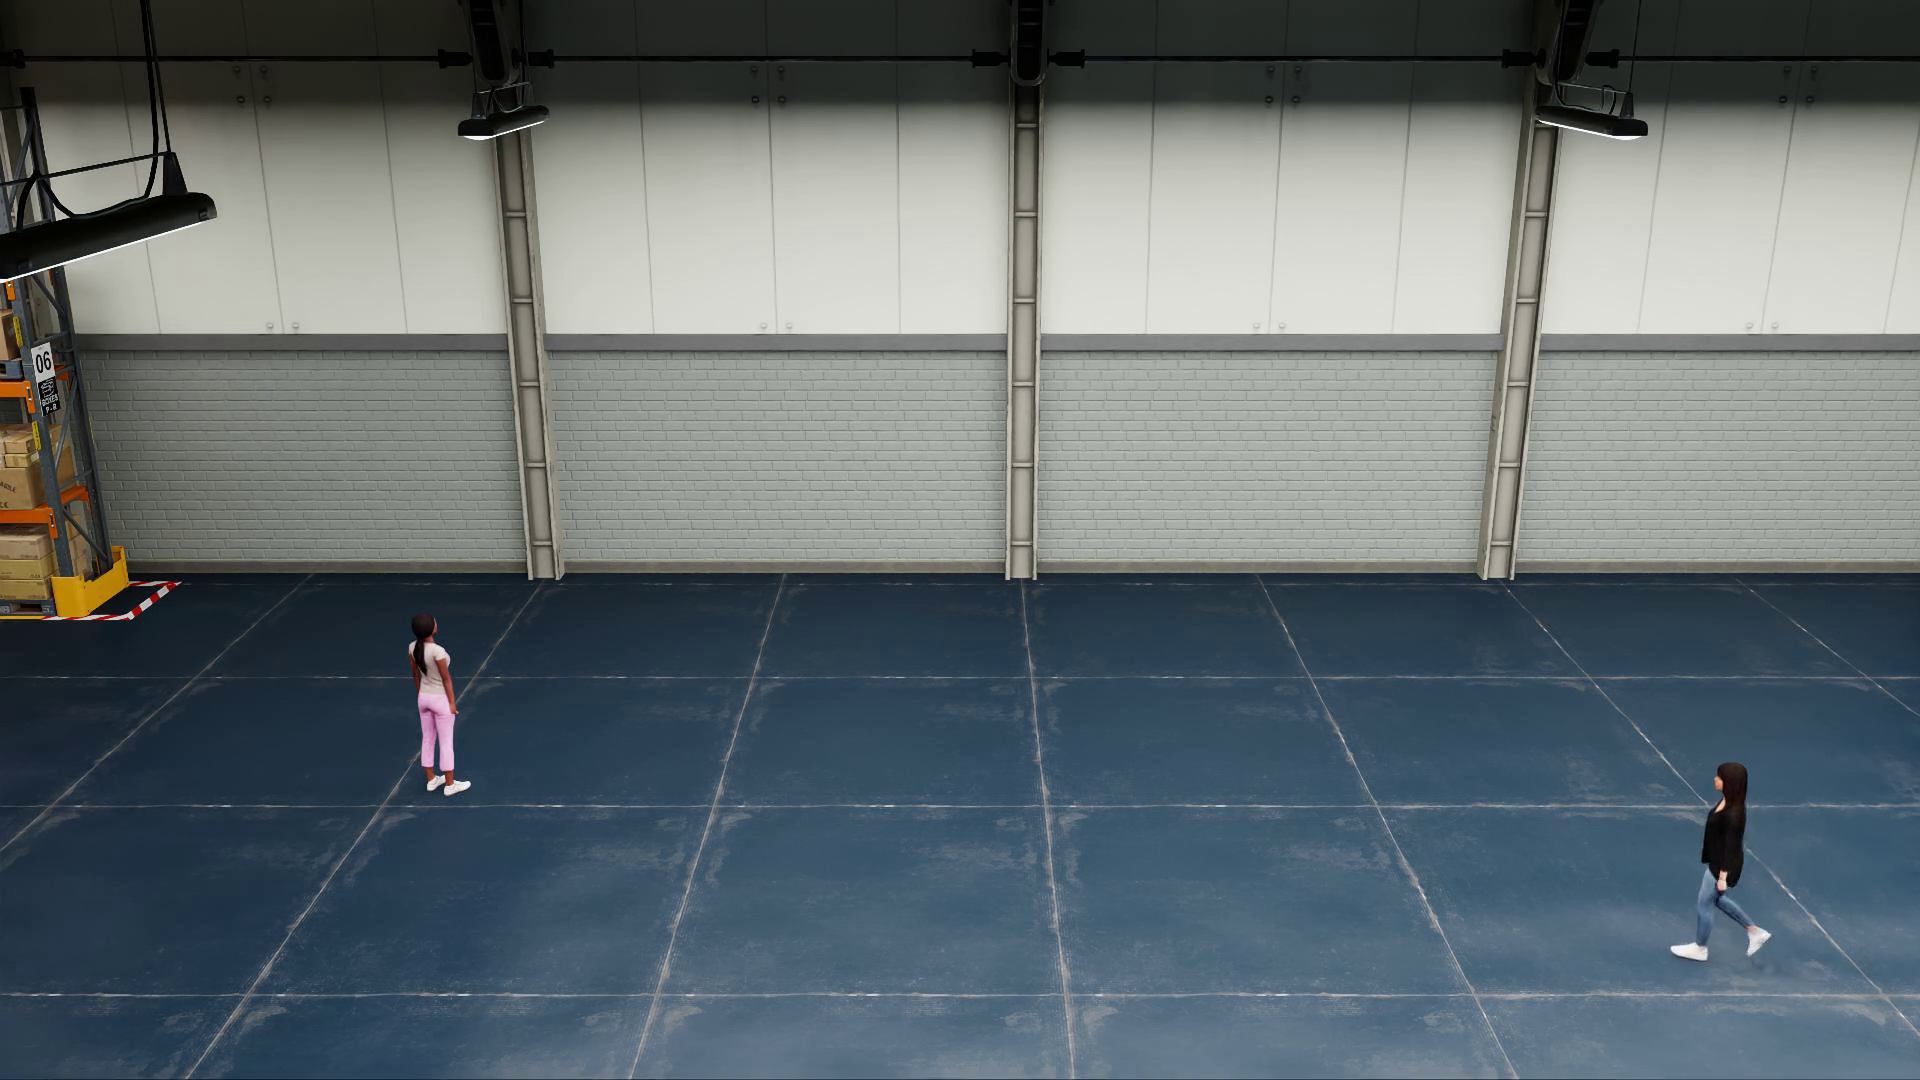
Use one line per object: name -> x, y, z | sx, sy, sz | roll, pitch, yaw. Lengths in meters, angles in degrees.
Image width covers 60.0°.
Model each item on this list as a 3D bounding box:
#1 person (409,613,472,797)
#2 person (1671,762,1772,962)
person -> -4.767, 1.472, 15.088 | 0.593, 1.741, 0.704 | 9, 20, 26
person -> 5.756, 2.413, 12.375 | 0.978, 1.631, 0.809 | 8, 20, 24
